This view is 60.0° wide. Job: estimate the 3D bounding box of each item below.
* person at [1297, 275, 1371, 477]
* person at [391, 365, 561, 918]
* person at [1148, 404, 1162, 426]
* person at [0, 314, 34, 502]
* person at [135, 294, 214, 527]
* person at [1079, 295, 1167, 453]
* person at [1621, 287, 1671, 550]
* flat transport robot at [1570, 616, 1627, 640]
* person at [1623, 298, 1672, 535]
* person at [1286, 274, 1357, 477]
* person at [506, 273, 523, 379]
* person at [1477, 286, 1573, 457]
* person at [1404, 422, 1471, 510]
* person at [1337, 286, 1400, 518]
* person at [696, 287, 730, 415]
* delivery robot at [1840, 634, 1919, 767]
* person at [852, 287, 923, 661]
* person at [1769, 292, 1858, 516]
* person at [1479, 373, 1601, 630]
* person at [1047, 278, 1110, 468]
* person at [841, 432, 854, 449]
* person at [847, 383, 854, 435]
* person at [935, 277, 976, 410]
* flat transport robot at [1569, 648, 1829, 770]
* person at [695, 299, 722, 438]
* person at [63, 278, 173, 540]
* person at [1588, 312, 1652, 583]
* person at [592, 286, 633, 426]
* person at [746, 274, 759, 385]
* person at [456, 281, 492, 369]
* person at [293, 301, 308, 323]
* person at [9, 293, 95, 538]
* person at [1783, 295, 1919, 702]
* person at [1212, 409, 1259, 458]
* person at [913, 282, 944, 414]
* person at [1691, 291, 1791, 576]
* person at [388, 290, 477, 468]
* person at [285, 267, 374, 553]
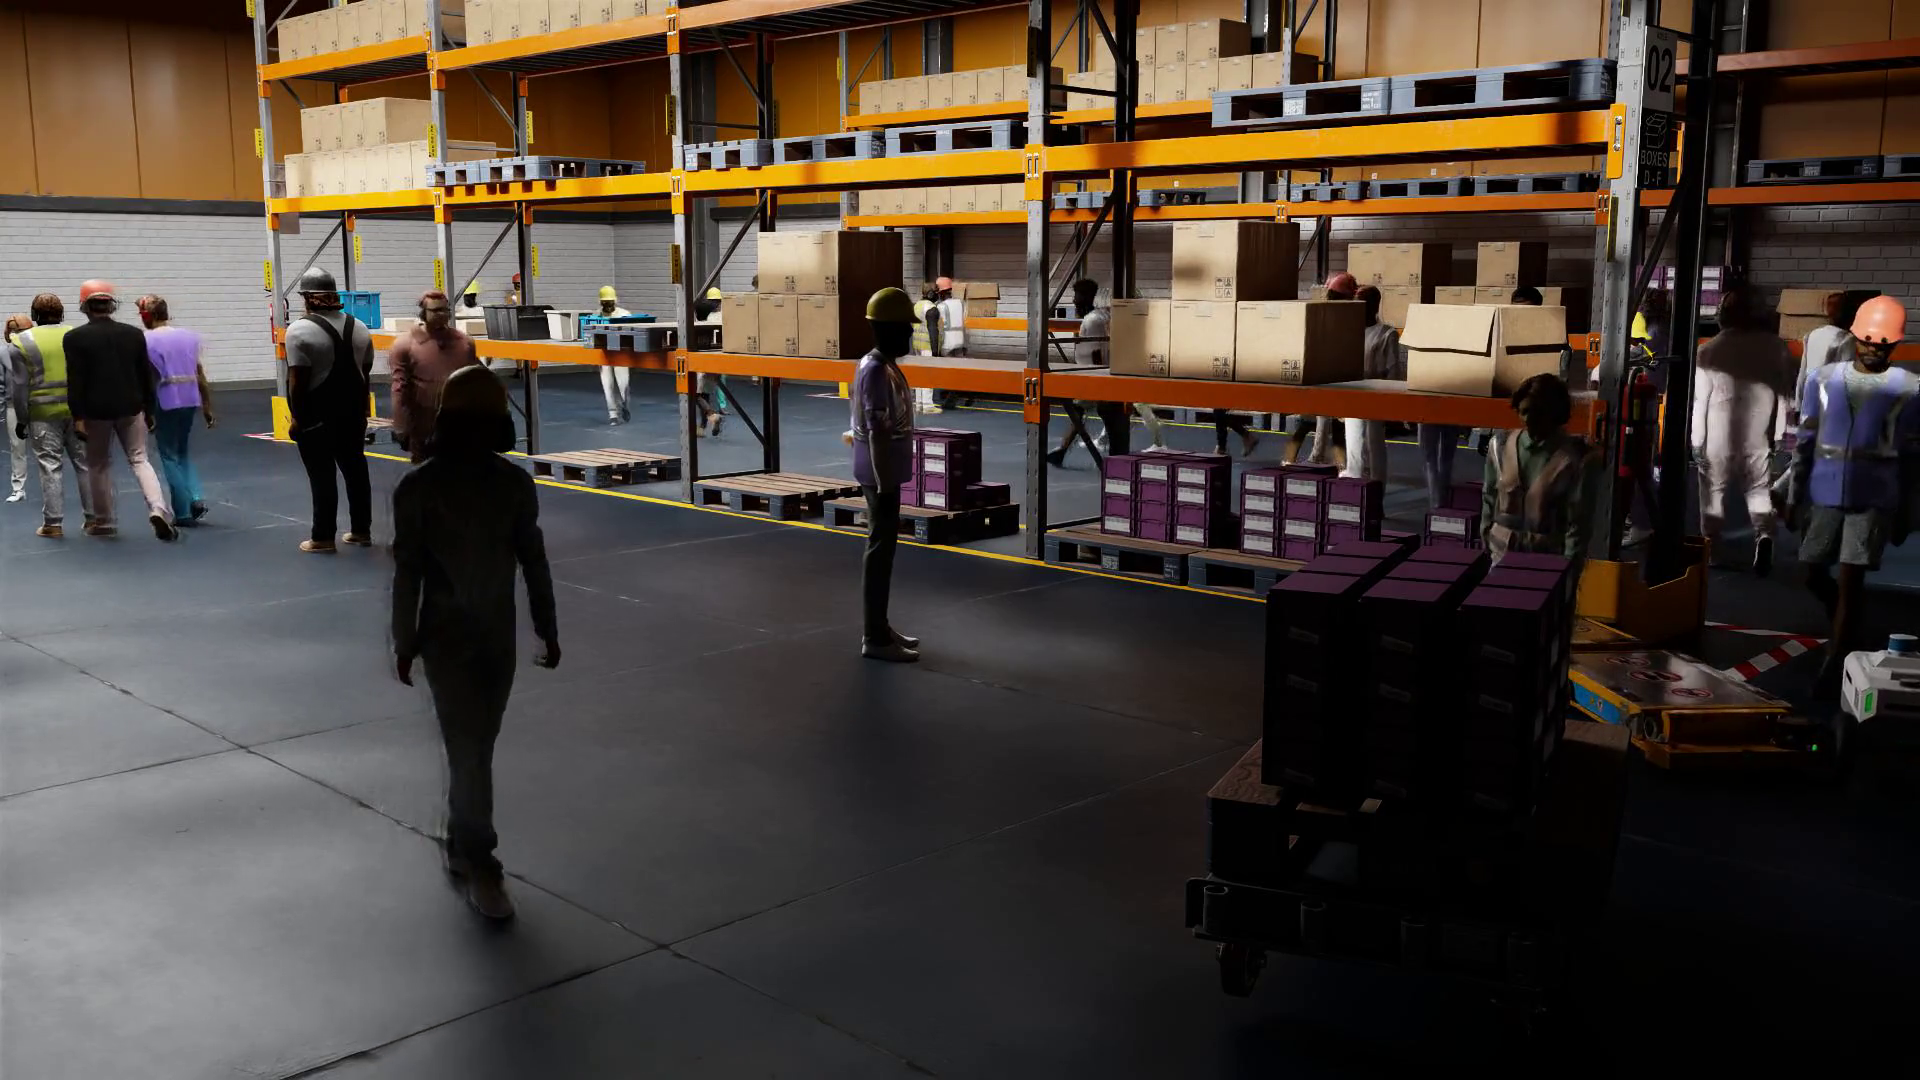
[{"bbox_3d":[3.698,-1.604,16.302,0.644,1.944,0.921,-8,12,-39],"label":"person"},{"bbox_3d":[-1.504,0.310,5.293,0.723,1.712,0.506,8,12,40],"label":"person"},{"bbox_3d":[2.221,-2.257,21.438,0.524,1.588,0.874,-8,12,-39],"label":"person"},{"bbox_3d":[-8.106,-1.142,14.459,0.503,1.631,0.283,-3,10,-15],"label":"person"},{"bbox_3d":[-6.172,-1.004,13.022,0.457,1.818,0.611,5,10,27],"label":"person"},{"bbox_3d":[1.826,-1.827,18.149,1.000,1.804,0.519,2,10,13],"label":"person"},{"bbox_3d":[4.873,-0.847,11.870,0.449,1.887,0.669,7,12,37],"label":"person"},{"bbox_3d":[2.704,0.544,8.287,1.431,0.197,0.652,-1,9,-8],"label":"flat transport robot"},{"bbox_3d":[5.243,-0.937,12.586,0.586,1.835,0.403,0,9,3],"label":"person"},{"bbox_3d":[3.317,-1.412,15.106,0.642,1.975,1.035,-8,12,-39],"label":"person"},{"bbox_3d":[-8.135,-3.953,30.763,0.552,1.935,0.368,-9,13,-43],"label":"person"},{"bbox_3d":[3.694,-0.707,10.938,0.590,1.915,0.392,9,13,43],"label":"person"},{"bbox_3d":[3.813,-0.980,13.152,0.520,1.732,0.829,1,9,6],"label":"person"},{"bbox_3d":[3.282,-1.103,13.460,0.354,1.881,0.576,-6,11,-35],"label":"person"},{"bbox_3d":[-3.381,-2.598,22.981,0.525,1.769,0.327,-4,10,-23],"label":"person"},{"bbox_3d":[3.761,0.620,6.665,0.477,0.478,0.707,4,10,22],"label":"delivery robot"},{"bbox_3d":[-0.373,-0.344,8.667,0.370,1.925,0.594,0,9,0],"label":"person"},{"bbox_3d":[6.999,-1.094,13.541,0.939,1.849,0.586,-1,9,-8],"label":"person"},{"bbox_3d":[2.284,0.132,6.705,0.619,1.603,0.549,-9,13,-44],"label":"person"},{"bbox_3d":[1.237,-1.674,16.825,0.962,1.917,0.618,2,9,10],"label":"person"},{"bbox_3d":[-0.876,-1.893,18.257,0.989,1.889,0.661,8,12,40],"label":"person"},{"bbox_3d":[-1.277,-2.057,20.071,0.371,1.623,0.549,4,10,22],"label":"person"},{"bbox_3d":[-0.083,-2.782,23.661,0.586,1.914,0.589,-8,12,-41],"label":"person"},{"bbox_3d":[3.089,0.707,7.286,0.652,0.197,1.431,-1,9,-3],"label":"flat transport robot"},{"bbox_3d":[-2.991,-2.015,19.695,0.567,1.671,0.694,-8,12,-42],"label":"person"},{"bbox_3d":[-6.236,-0.955,12.332,0.791,1.960,0.659,8,12,39],"label":"person"},{"bbox_3d":[4.147,-0.553,10.470,0.526,1.761,0.327,-6,11,-34],"label":"person"},{"bbox_3d":[-4.494,-2.374,21.483,0.615,1.808,0.473,-2,9,-9],"label":"person"},{"bbox_3d":[-3.480,-3.659,28.962,0.635,1.936,0.355,-4,10,-21],"label":"person"},{"bbox_3d":[-6.547,-2.569,22.500,0.599,1.875,1.006,3,10,15],"label":"person"},{"bbox_3d":[-8.922,-2.514,22.936,0.506,1.619,0.475,-3,10,-20],"label":"person"},{"bbox_3d":[-6.822,-0.937,12.568,0.430,1.845,0.622,9,13,42],"label":"person"},{"bbox_3d":[4.275,-0.209,7.916,0.578,1.906,0.731,9,13,43],"label":"person"},{"bbox_3d":[2.817,-1.636,17.331,0.470,1.678,0.545,0,9,0],"label":"person"},{"bbox_3d":[-0.434,-2.686,23.328,0.431,1.836,0.620,-4,10,-23],"label":"person"},{"bbox_3d":[5.142,-0.697,10.986,0.659,1.877,0.775,1,9,7],"label":"person"},{"bbox_3d":[-3.665,-0.825,11.797,0.674,1.858,0.987,-7,11,-35],"label":"person"},{"bbox_3d":[-4.559,-0.930,11.913,0.536,2.000,0.684,5,11,30],"label":"person"}]
